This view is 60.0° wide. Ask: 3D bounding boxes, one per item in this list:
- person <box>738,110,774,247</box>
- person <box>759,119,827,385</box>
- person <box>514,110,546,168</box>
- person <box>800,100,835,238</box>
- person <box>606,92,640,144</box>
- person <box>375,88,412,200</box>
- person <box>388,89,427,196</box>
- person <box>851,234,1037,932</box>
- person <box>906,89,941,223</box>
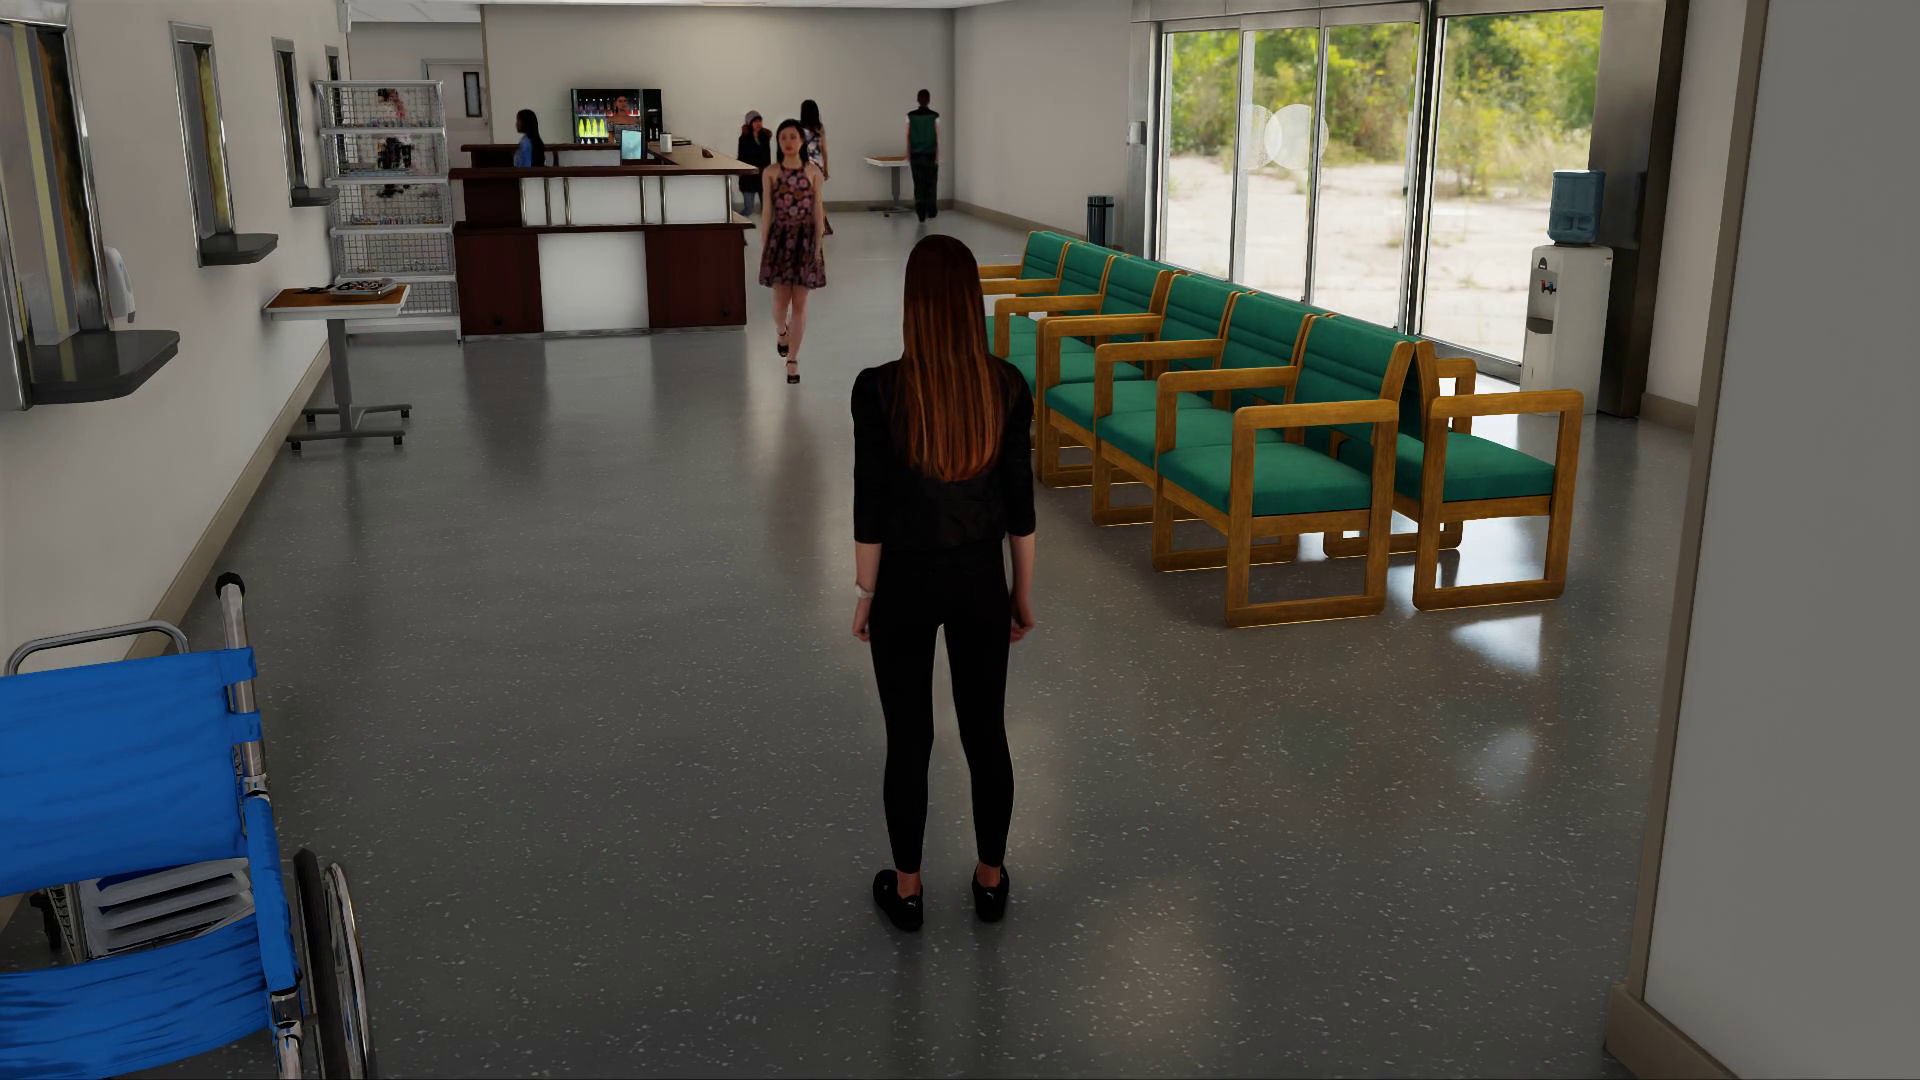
[{"bbox_3d":[-2.489,-4.295,19.915,1.055,1.605,0.912,-10,19,-32],"label":"person"},{"bbox_3d":[-1.129,-1.950,11.303,0.752,1.764,0.706,-2,16,-7],"label":"person"},{"bbox_3d":[-4.191,-3.445,16.737,1.019,1.693,0.766,0,16,1],"label":"person"},{"bbox_3d":[-1.835,-4.614,20.895,1.173,1.688,1.026,-13,20,-39],"label":"person"},{"bbox_3d":[-4.328,-4.843,21.457,0.575,1.822,0.723,-10,19,-31],"label":"person"},{"bbox_3d":[-9.406,-6.544,27.537,0.945,1.797,0.805,1,16,2],"label":"person"},{"bbox_3d":[-9.489,-6.779,28.437,1.146,1.762,1.051,6,17,20],"label":"person"},{"bbox_3d":[-0.045,0.122,4.050,0.469,1.712,0.677,-3,16,-11],"label":"person"},{"bbox_3d":[-0.529,-5.408,23.478,1.022,1.813,0.942,1,16,5],"label":"person"}]
